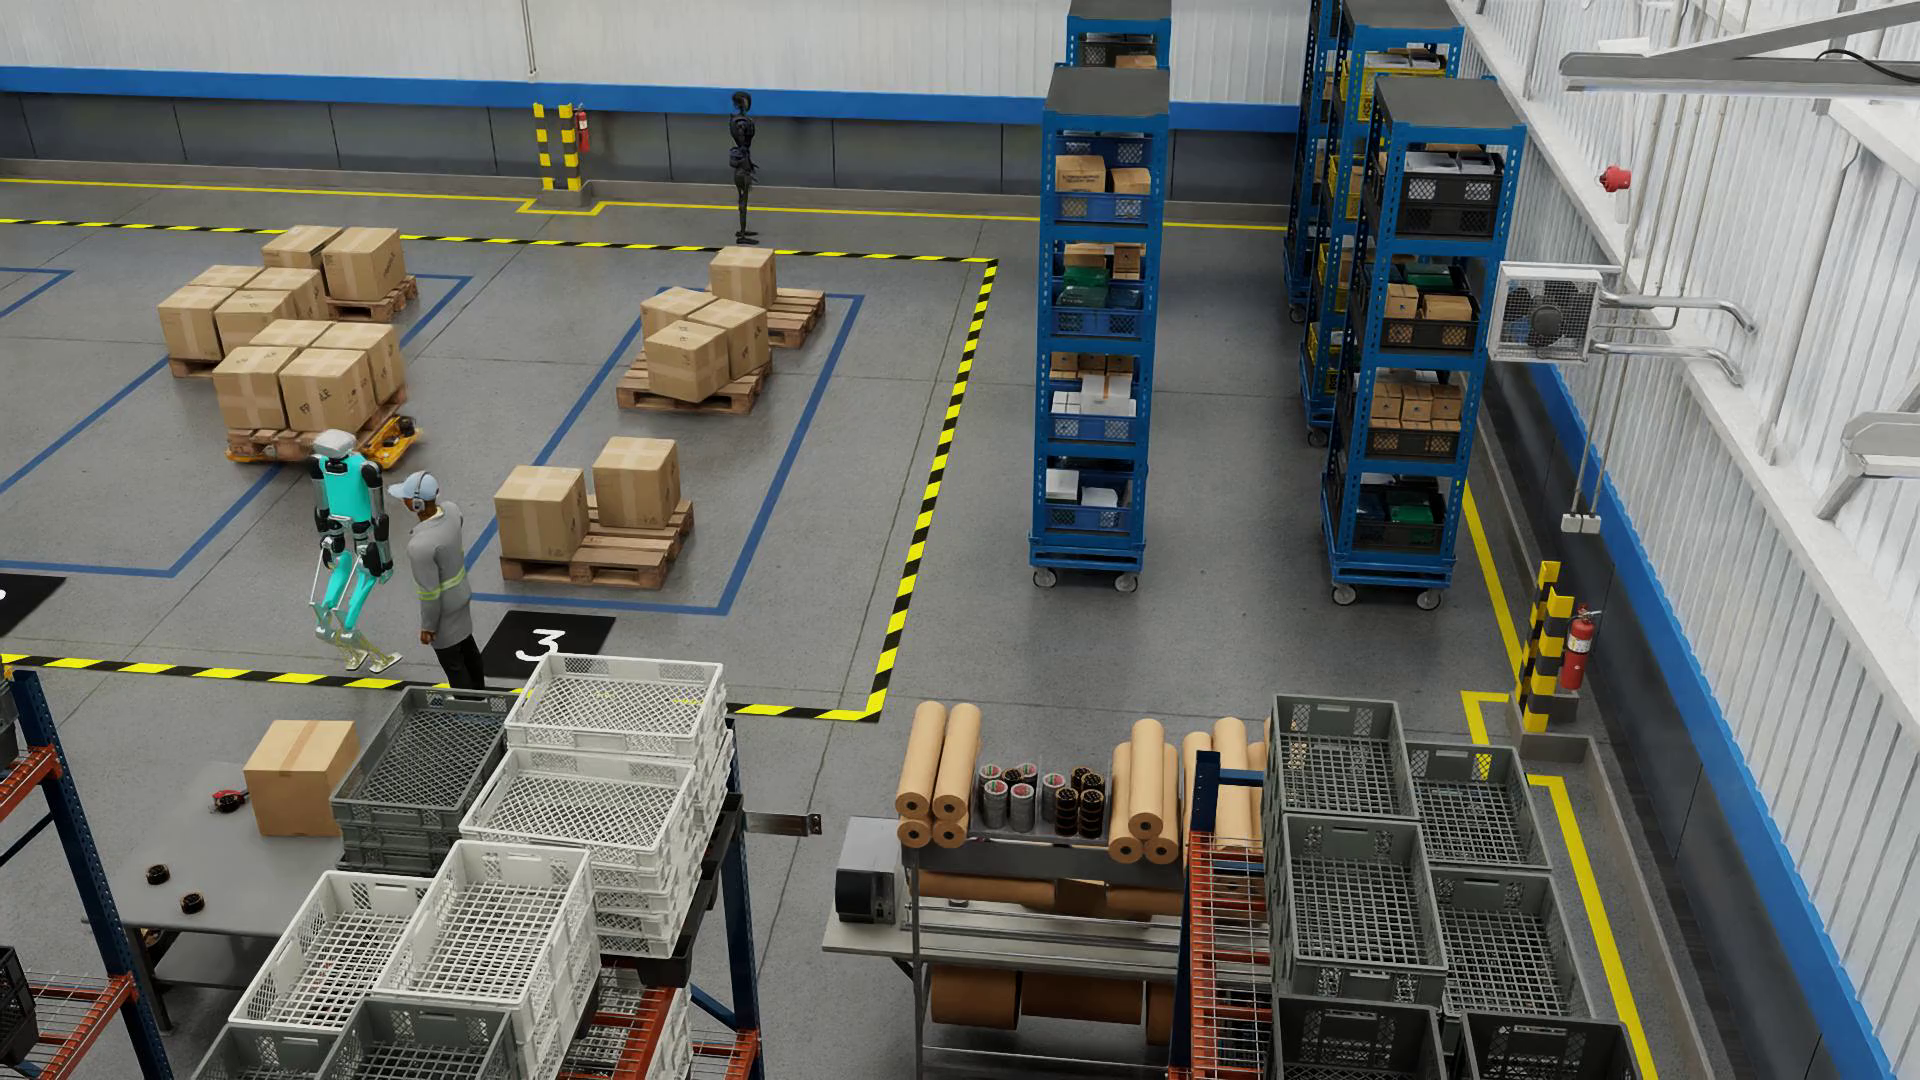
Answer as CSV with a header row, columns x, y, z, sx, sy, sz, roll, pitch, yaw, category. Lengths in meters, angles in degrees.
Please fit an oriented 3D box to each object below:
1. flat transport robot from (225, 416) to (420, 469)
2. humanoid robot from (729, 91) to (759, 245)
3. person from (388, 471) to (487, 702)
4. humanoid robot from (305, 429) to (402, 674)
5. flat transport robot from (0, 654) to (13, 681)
x,y,z,sx,sy,sz,roll,pitch,yaw,category
-5.416,-0.870,14.140,1.431,0.197,0.652,3,30,6,flat transport robot
-2.378,-4.124,18.341,0.315,1.657,0.599,-2,30,-4,humanoid robot
-3.254,0.390,10.430,0.370,1.852,0.588,2,30,4,person
-4.035,0.160,10.805,0.533,1.677,0.735,9,31,15,humanoid robot
-7.142,0.969,11.010,1.431,0.231,0.659,3,30,6,flat transport robot
